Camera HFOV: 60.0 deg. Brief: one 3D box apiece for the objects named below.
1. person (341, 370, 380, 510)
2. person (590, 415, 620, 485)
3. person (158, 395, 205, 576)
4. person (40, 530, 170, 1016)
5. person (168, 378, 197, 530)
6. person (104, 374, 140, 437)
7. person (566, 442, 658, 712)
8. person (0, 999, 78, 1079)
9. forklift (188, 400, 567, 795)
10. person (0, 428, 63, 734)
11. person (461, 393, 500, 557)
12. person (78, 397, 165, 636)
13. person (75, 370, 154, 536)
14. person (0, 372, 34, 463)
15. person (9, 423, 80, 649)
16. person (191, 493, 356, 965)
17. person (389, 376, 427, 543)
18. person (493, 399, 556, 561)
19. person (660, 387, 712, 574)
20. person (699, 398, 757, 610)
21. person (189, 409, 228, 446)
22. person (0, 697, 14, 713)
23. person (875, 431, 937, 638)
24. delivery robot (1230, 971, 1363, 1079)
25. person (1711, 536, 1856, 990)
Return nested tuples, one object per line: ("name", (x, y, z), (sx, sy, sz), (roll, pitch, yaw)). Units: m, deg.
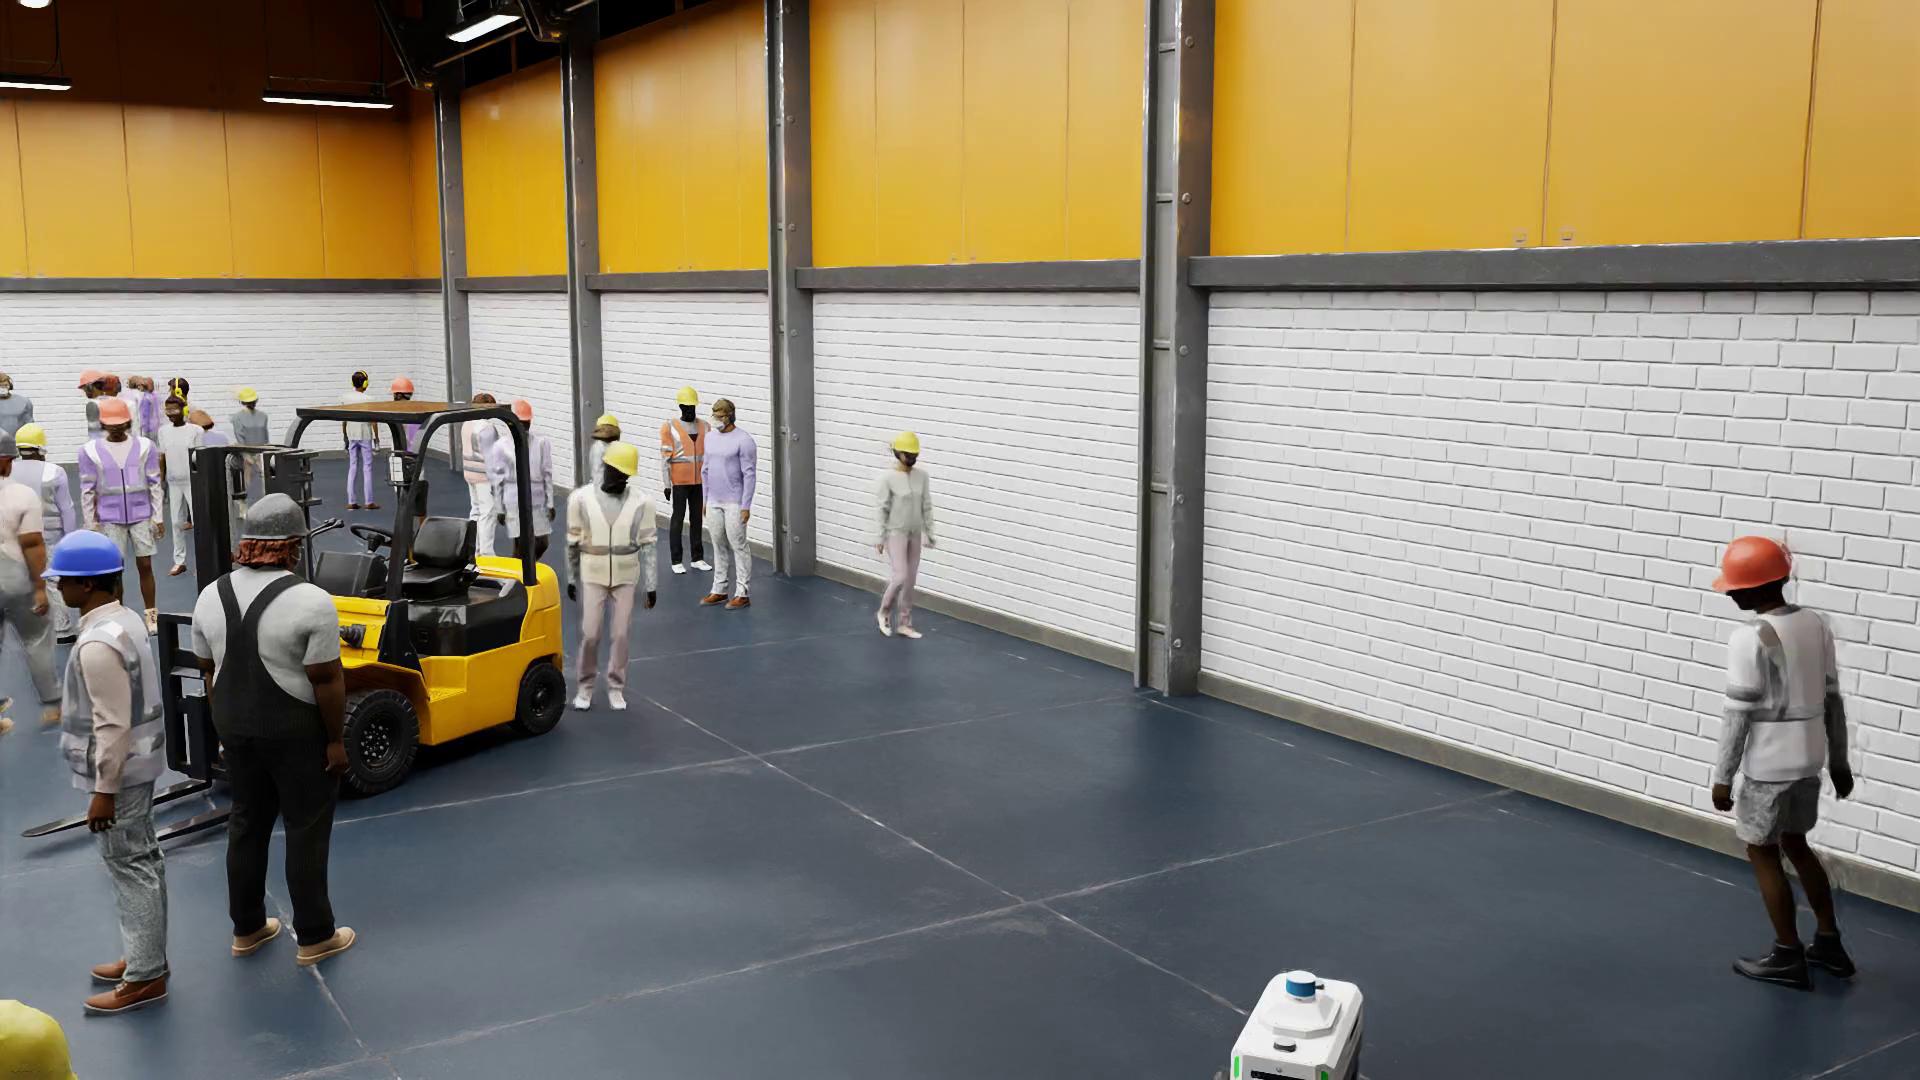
("person", (-7.959, -1.316, 22.091), (0.516, 1.865, 0.326), (1, 9, 8))
("person", (-3.460, -0.355, 16.162), (0.329, 1.701, 0.627), (0, 8, -2))
("person", (-7.907, -0.552, 16.945), (0.511, 1.862, 0.324), (1, 8, 4))
("person", (-3.411, 0.923, 6.691), (0.406, 1.947, 0.606), (-3, 9, -19))
("person", (-9.449, -1.045, 20.289), (0.347, 1.857, 0.522), (-1, 9, -10))
("person", (-10.436, -1.104, 20.571), (0.573, 1.883, 0.354), (-2, 9, -12))
("person", (-2.372, 0.258, 11.386), (0.605, 1.880, 0.544), (-2, 9, -13))
("person", (-1.490, 1.615, 2.697), (0.543, 1.748, 0.418), (-4, 9, -24))
("forklift", (-3.529, 0.258, 10.348), (1.214, 2.155, 2.313), (4, 9, 25))
("person", (-6.237, 0.248, 10.935), (0.715, 2.000, 0.772), (0, 8, 1))
("person", (-5.020, -0.635, 17.585), (0.429, 1.837, 0.630), (-6, 11, -36))
("person", (-6.982, -0.185, 13.904), (0.609, 2.032, 0.409), (-5, 10, -32))
("person", (-10.050, -1.017, 19.667), (0.887, 1.993, 0.686), (0, 8, 0))
("person", (-11.599, -1.078, 20.267), (0.635, 1.928, 0.382), (-7, 11, -40))
("person", (-7.454, -0.028, 13.474), (0.592, 1.837, 0.404), (-1, 8, -5))
("person", (-2.923, 0.797, 7.232), (0.680, 2.000, 0.535), (2, 9, 16))
("person", (-6.290, -0.886, 18.907), (0.349, 1.942, 0.545), (3, 9, 19))
("person", (-4.047, -0.359, 15.423), (0.561, 1.918, 0.542), (-5, 10, -32))
("person", (-2.794, -0.620, 17.157), (0.594, 1.925, 0.369), (-7, 11, -40))
("person", (-2.127, -0.333, 15.204), (0.630, 1.937, 0.373), (6, 10, 36))
("person", (-8.297, -0.638, 18.357), (0.527, 1.600, 0.605), (-3, 9, -21))
("person", (-6.698, 0.339, 10.721), (0.944, 1.914, 0.632), (-4, 9, -26))
("person", (-0.445, -0.033, 13.806), (0.537, 1.756, 0.369), (-8, 12, -43))
("delivery robot", (1.160, 1.719, 5.687), (0.477, 0.478, 0.707), (3, 9, 22))
("person", (3.393, 0.917, 6.926), (0.602, 1.889, 0.500), (-5, 10, -29))
